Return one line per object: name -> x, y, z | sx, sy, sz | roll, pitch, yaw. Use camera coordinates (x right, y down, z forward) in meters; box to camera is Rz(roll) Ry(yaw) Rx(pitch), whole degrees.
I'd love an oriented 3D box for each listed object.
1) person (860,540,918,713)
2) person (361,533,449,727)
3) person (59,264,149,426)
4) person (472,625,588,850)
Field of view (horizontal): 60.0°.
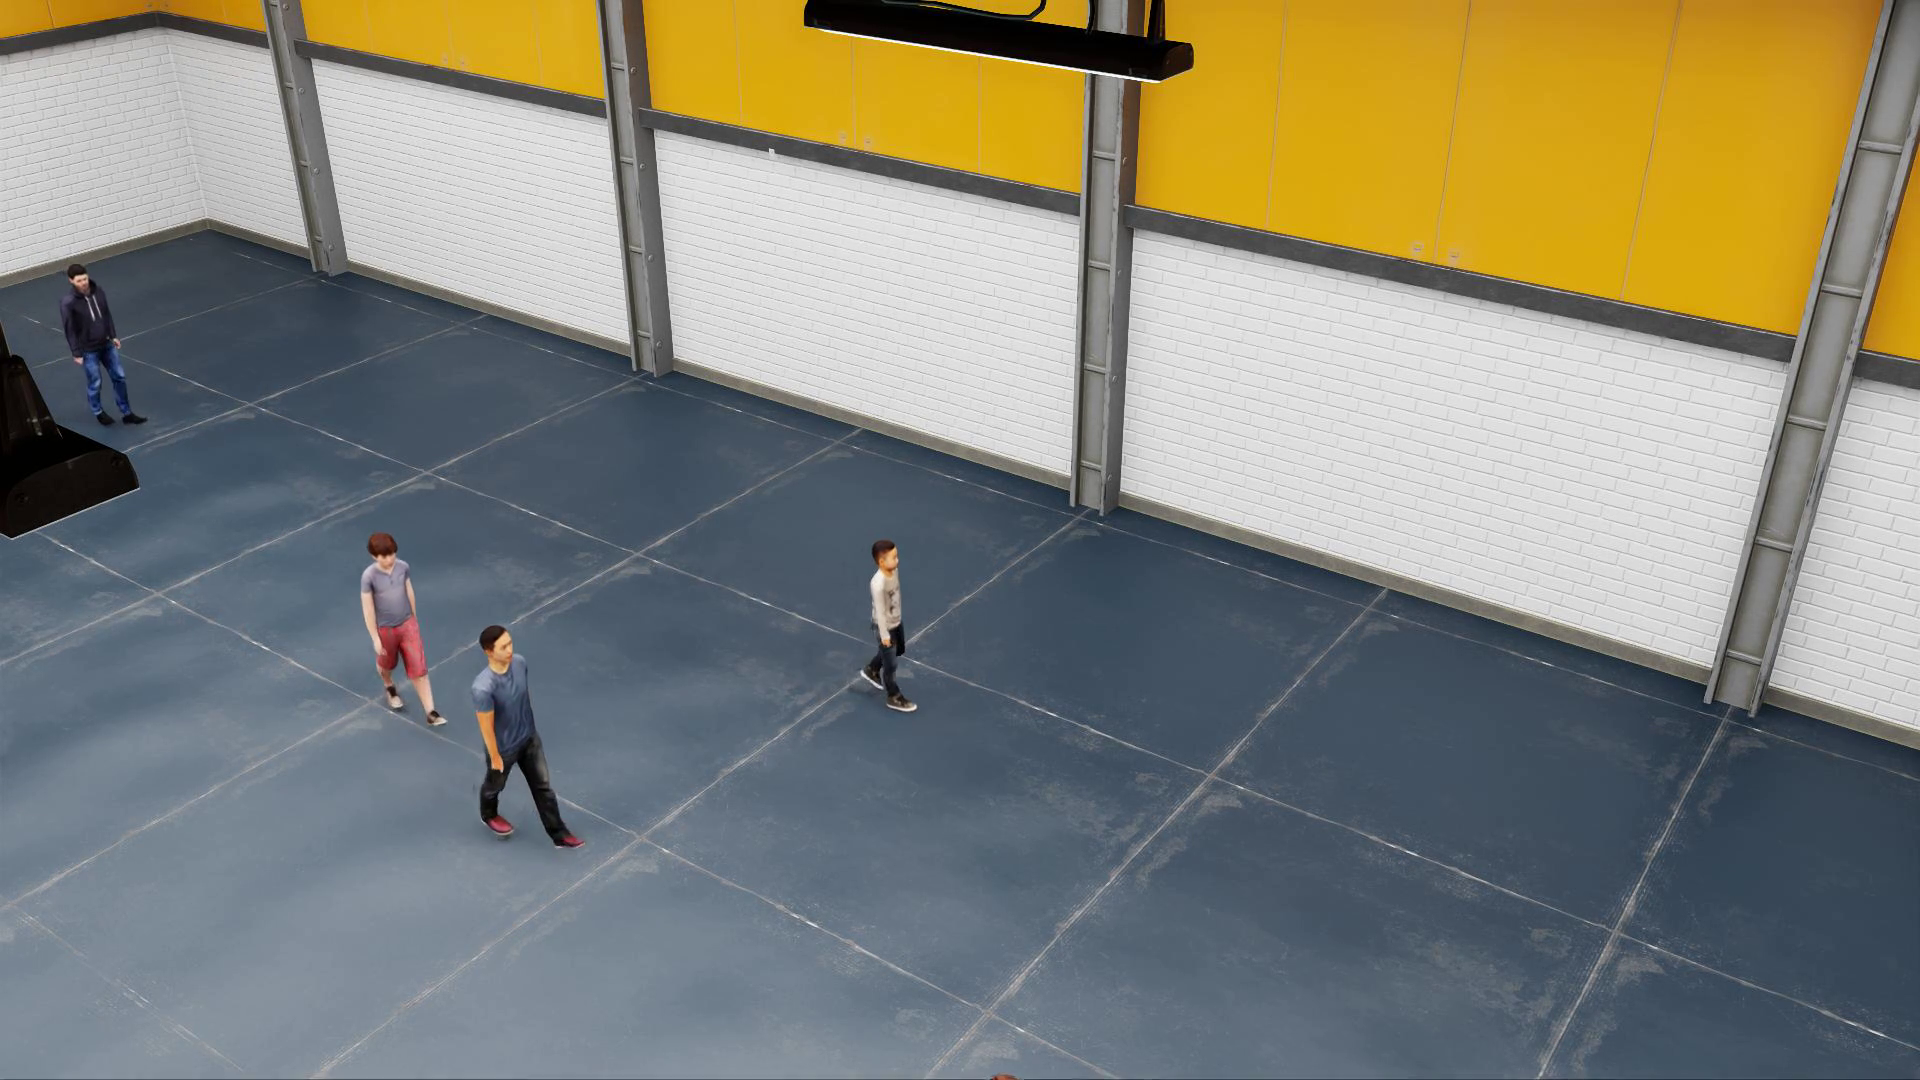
person -> -0.611, 0.651, 13.082 | 0.820, 1.457, 0.655 | 10, 30, 18
person -> -4.437, 0.659, 12.911 | 0.828, 1.607, 1.215 | -20, 35, -32
person -> -9.261, -2.080, 17.680 | 0.912, 1.849, 0.754 | 13, 31, 23
person -> -3.171, 1.362, 11.456 | 1.170, 1.766, 0.738 | 16, 32, 26
